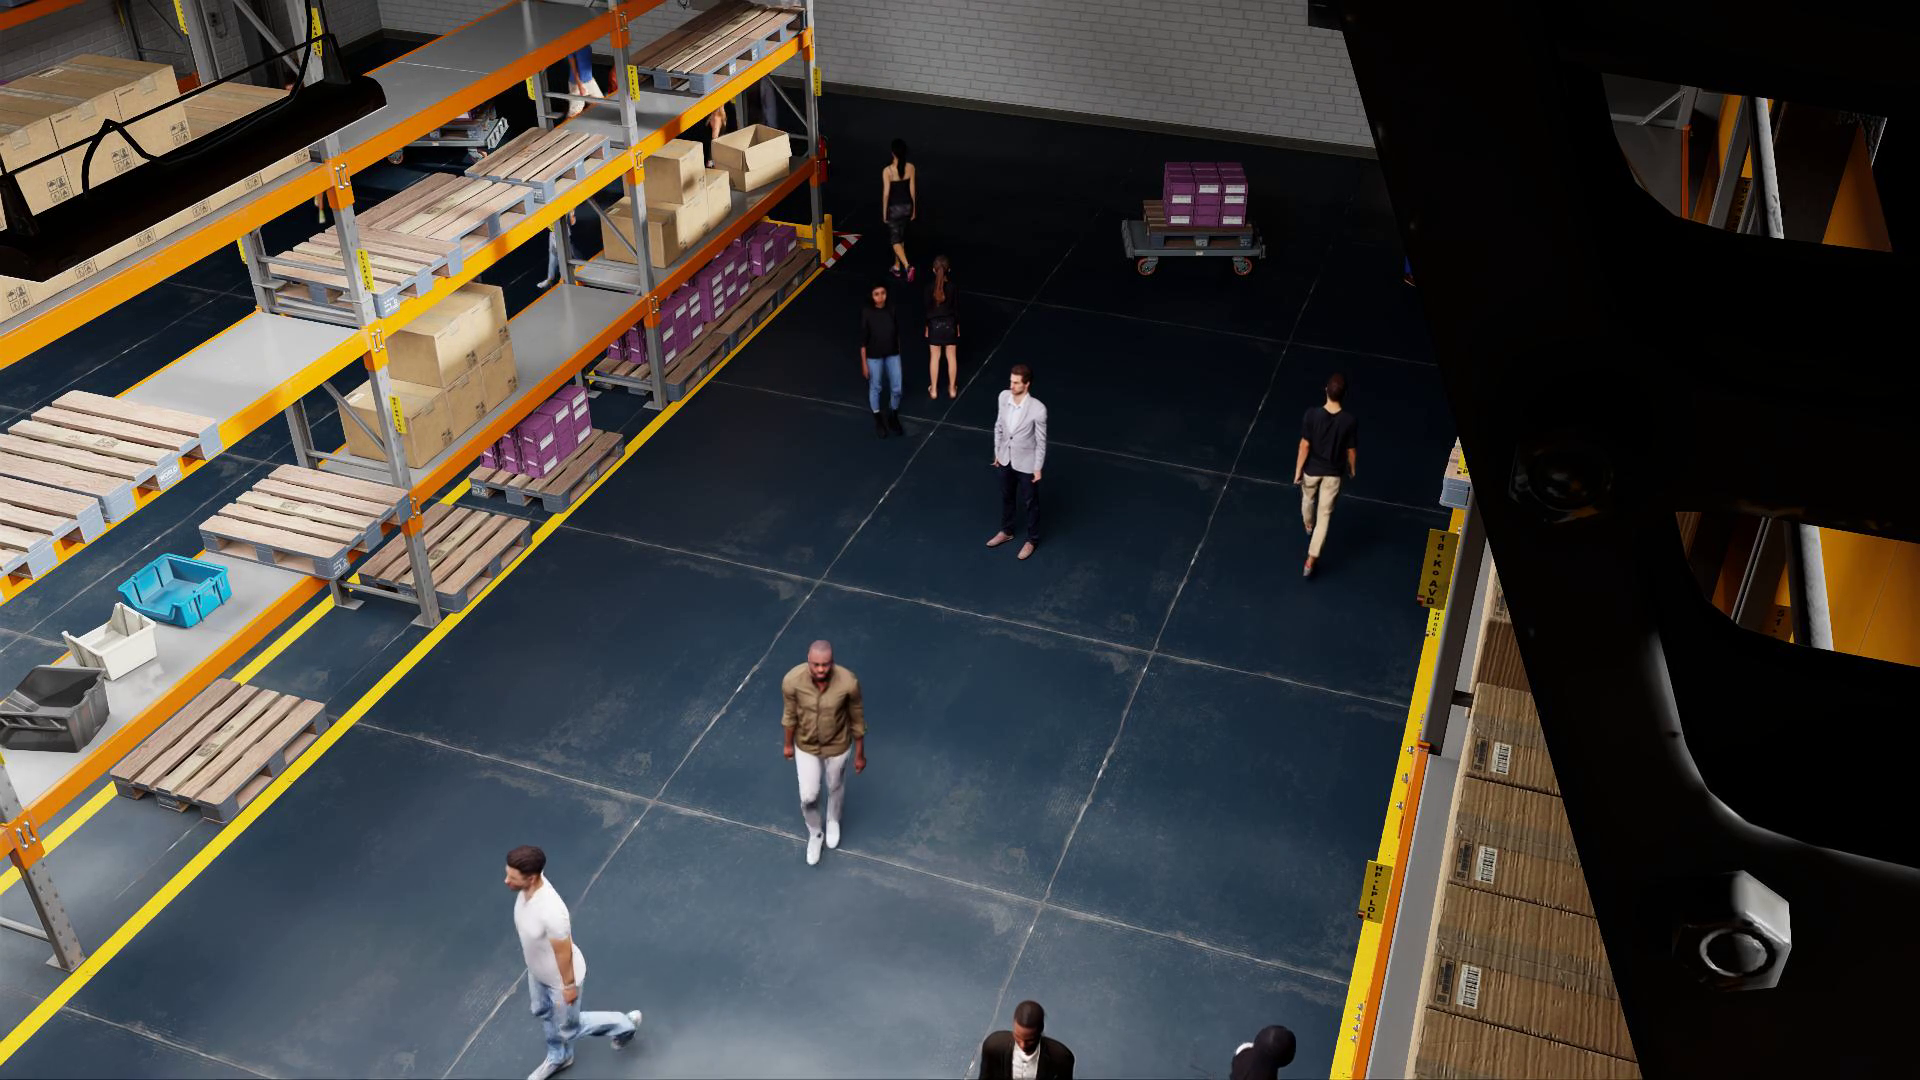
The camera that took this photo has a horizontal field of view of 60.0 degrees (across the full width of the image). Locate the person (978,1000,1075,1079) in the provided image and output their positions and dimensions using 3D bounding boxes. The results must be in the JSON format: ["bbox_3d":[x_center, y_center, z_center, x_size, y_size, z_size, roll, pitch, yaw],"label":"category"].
[{"bbox_3d":[0.336,3.090,8.846,0.690,1.802,0.614,6,34,9],"label":"person"}]

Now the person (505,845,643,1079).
[{"bbox_3d":[-2.297,2.465,9.754,1.090,1.839,0.968,-19,38,-27],"label":"person"}]

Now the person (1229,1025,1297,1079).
[{"bbox_3d":[1.474,3.181,8.753,0.892,1.753,0.852,-8,34,-11],"label":"person"}]

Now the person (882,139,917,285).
[{"bbox_3d":[-0.674,-3.772,19.255,0.959,1.707,1.022,-14,36,-20],"label":"person"}]

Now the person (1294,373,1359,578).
[{"bbox_3d":[3.115,-0.519,14.272,0.716,1.807,1.173,9,35,13],"label":"person"}]

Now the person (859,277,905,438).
[{"bbox_3d":[-0.802,-1.826,16.339,0.730,1.694,0.785,-12,36,-18],"label":"person"}]

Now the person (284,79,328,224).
[{"bbox_3d":[-8.264,-4.963,21.014,1.048,1.743,1.196,-9,35,-14],"label":"person"}]

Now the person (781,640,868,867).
[{"bbox_3d":[-0.937,1.351,11.453,0.860,1.811,0.854,0,34,-1],"label":"person"}]

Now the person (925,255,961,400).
[{"bbox_3d":[-0.173,-2.183,17.002,0.589,1.556,0.625,1,34,1],"label":"person"}]

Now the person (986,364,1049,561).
[{"bbox_3d":[0.527,-0.714,14.523,0.742,1.852,0.700,25,41,32],"label":"person"}]
